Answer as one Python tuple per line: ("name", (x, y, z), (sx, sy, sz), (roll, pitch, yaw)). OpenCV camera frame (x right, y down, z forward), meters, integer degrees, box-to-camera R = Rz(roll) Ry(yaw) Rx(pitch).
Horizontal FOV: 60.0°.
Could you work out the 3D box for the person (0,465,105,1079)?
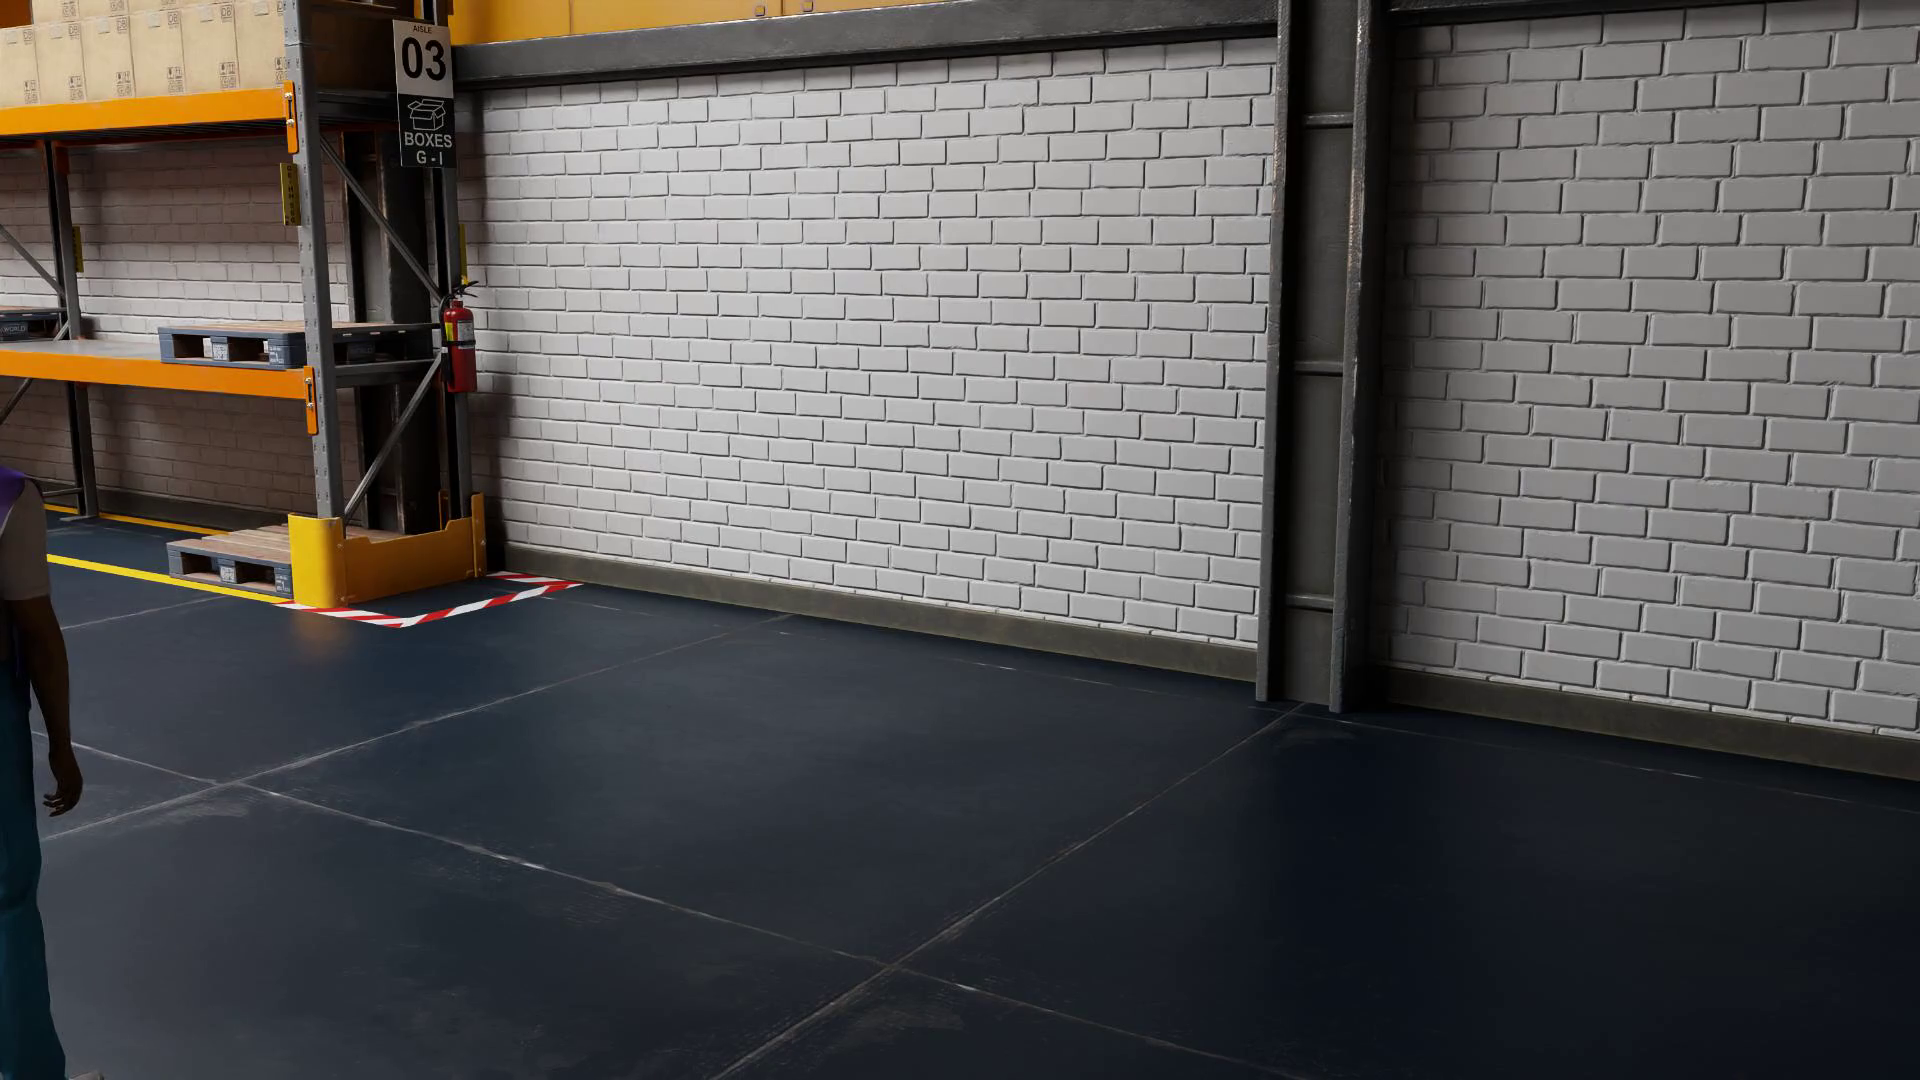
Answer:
("person", (-2.250, 0.457, 3.646), (0.569, 1.840, 0.374), (-1, 10, -7))
